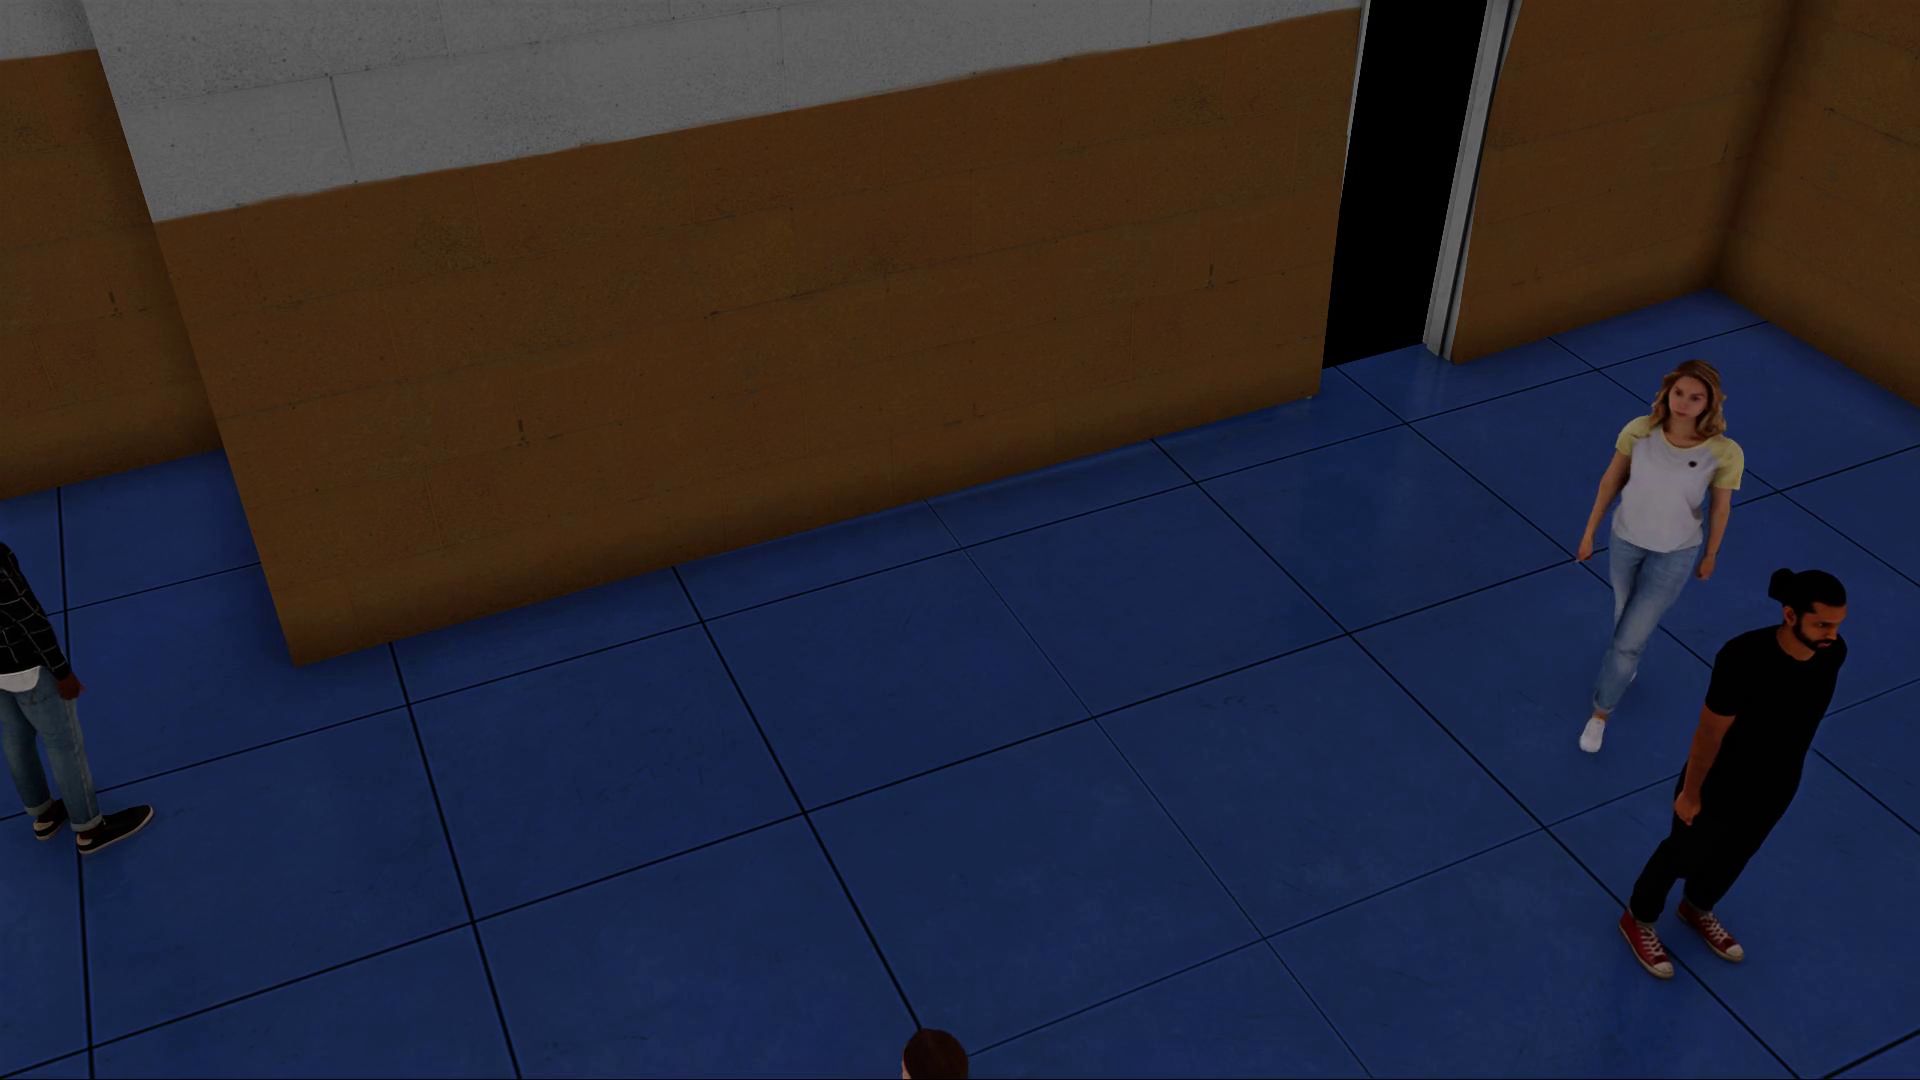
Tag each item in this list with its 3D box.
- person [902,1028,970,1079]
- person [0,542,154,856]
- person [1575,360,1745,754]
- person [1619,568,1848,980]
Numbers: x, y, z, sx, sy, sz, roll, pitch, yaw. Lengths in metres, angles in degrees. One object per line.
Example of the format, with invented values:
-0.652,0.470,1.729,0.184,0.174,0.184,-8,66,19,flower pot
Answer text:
-0.074,1.812,4.859,0.593,1.110,0.525,8,38,10,person
-3.514,0.422,6.119,0.721,1.821,0.803,15,40,19,person
2.848,-0.014,6.790,1.037,1.697,0.981,25,44,29,person
2.658,0.798,5.674,0.648,1.754,0.569,-10,38,-13,person
